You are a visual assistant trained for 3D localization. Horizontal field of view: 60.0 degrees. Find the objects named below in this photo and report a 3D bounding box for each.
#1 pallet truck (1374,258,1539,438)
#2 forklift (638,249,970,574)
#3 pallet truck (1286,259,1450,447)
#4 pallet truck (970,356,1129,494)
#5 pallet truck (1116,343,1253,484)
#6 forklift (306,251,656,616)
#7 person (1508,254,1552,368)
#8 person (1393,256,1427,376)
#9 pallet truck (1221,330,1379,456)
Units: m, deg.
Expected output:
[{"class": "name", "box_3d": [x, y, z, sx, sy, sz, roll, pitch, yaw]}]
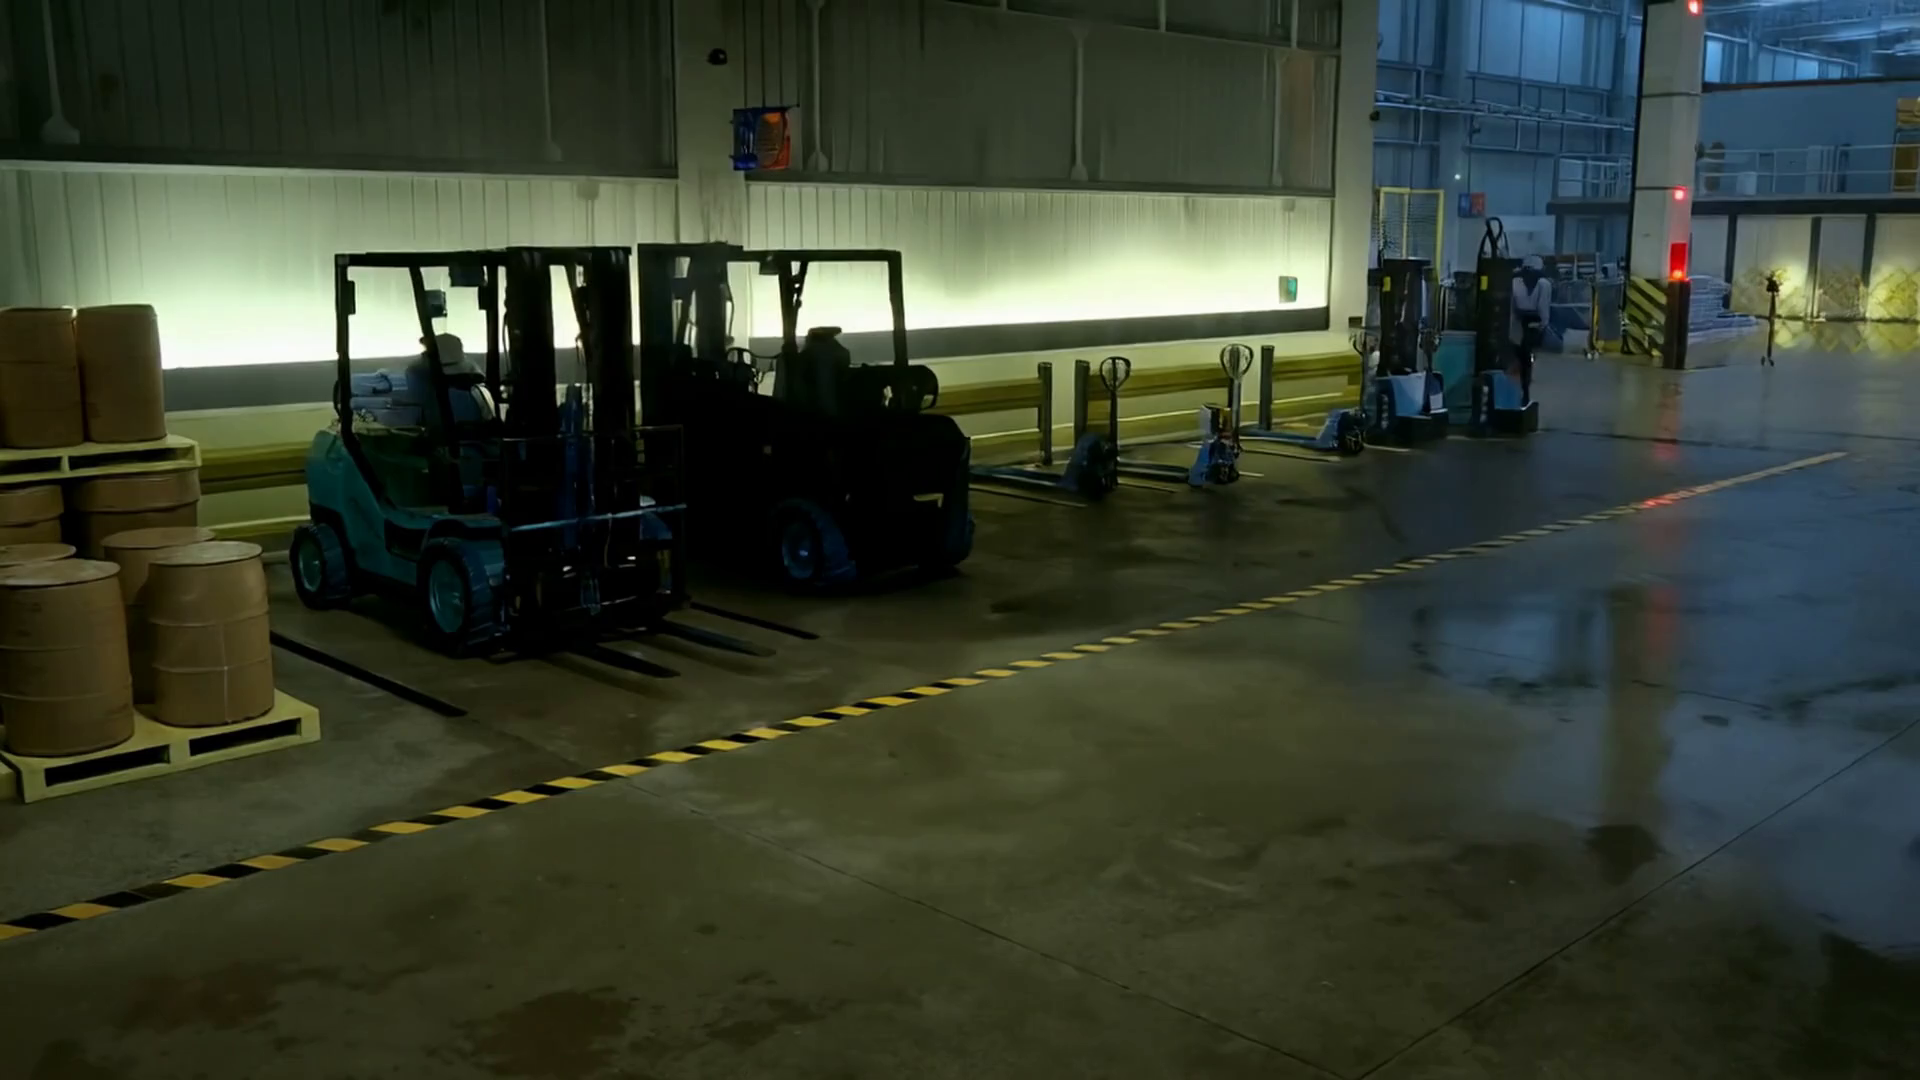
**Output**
[{"class": "pallet truck", "box_3d": [5.704, -2.208, 18.901, 1.885, 1.965, 0.823, 10, 14, 43]}, {"class": "forklift", "box_3d": [-1.173, -0.958, 11.239, 2.680, 1.987, 1.157, 10, 14, 43]}, {"class": "pallet truck", "box_3d": [4.493, -2.078, 18.196, 0.823, 1.965, 1.885, -9, 14, -40]}, {"class": "pallet truck", "box_3d": [0.784, -1.085, 14.876, 0.680, 1.201, 1.601, -10, 14, -44]}, {"class": "pallet truck", "box_3d": [1.962, -1.215, 15.415, 1.522, 1.261, 0.704, 10, 14, 43]}, {"class": "forklift", "box_3d": [-2.833, -0.669, 9.694, 1.157, 1.987, 2.680, -10, 14, -44]}, {"class": "person", "box_3d": [7.903, -2.996, 23.256, 0.618, 1.990, 0.988, 3, 11, 14]}, {"class": "person", "box_3d": [7.134, -3.574, 26.611, 0.642, 1.905, 0.399, 3, 11, 18]}, {"class": "pallet truck", "box_3d": [3.563, -1.581, 17.381, 0.653, 1.274, 1.630, -10, 14, -44]}]
